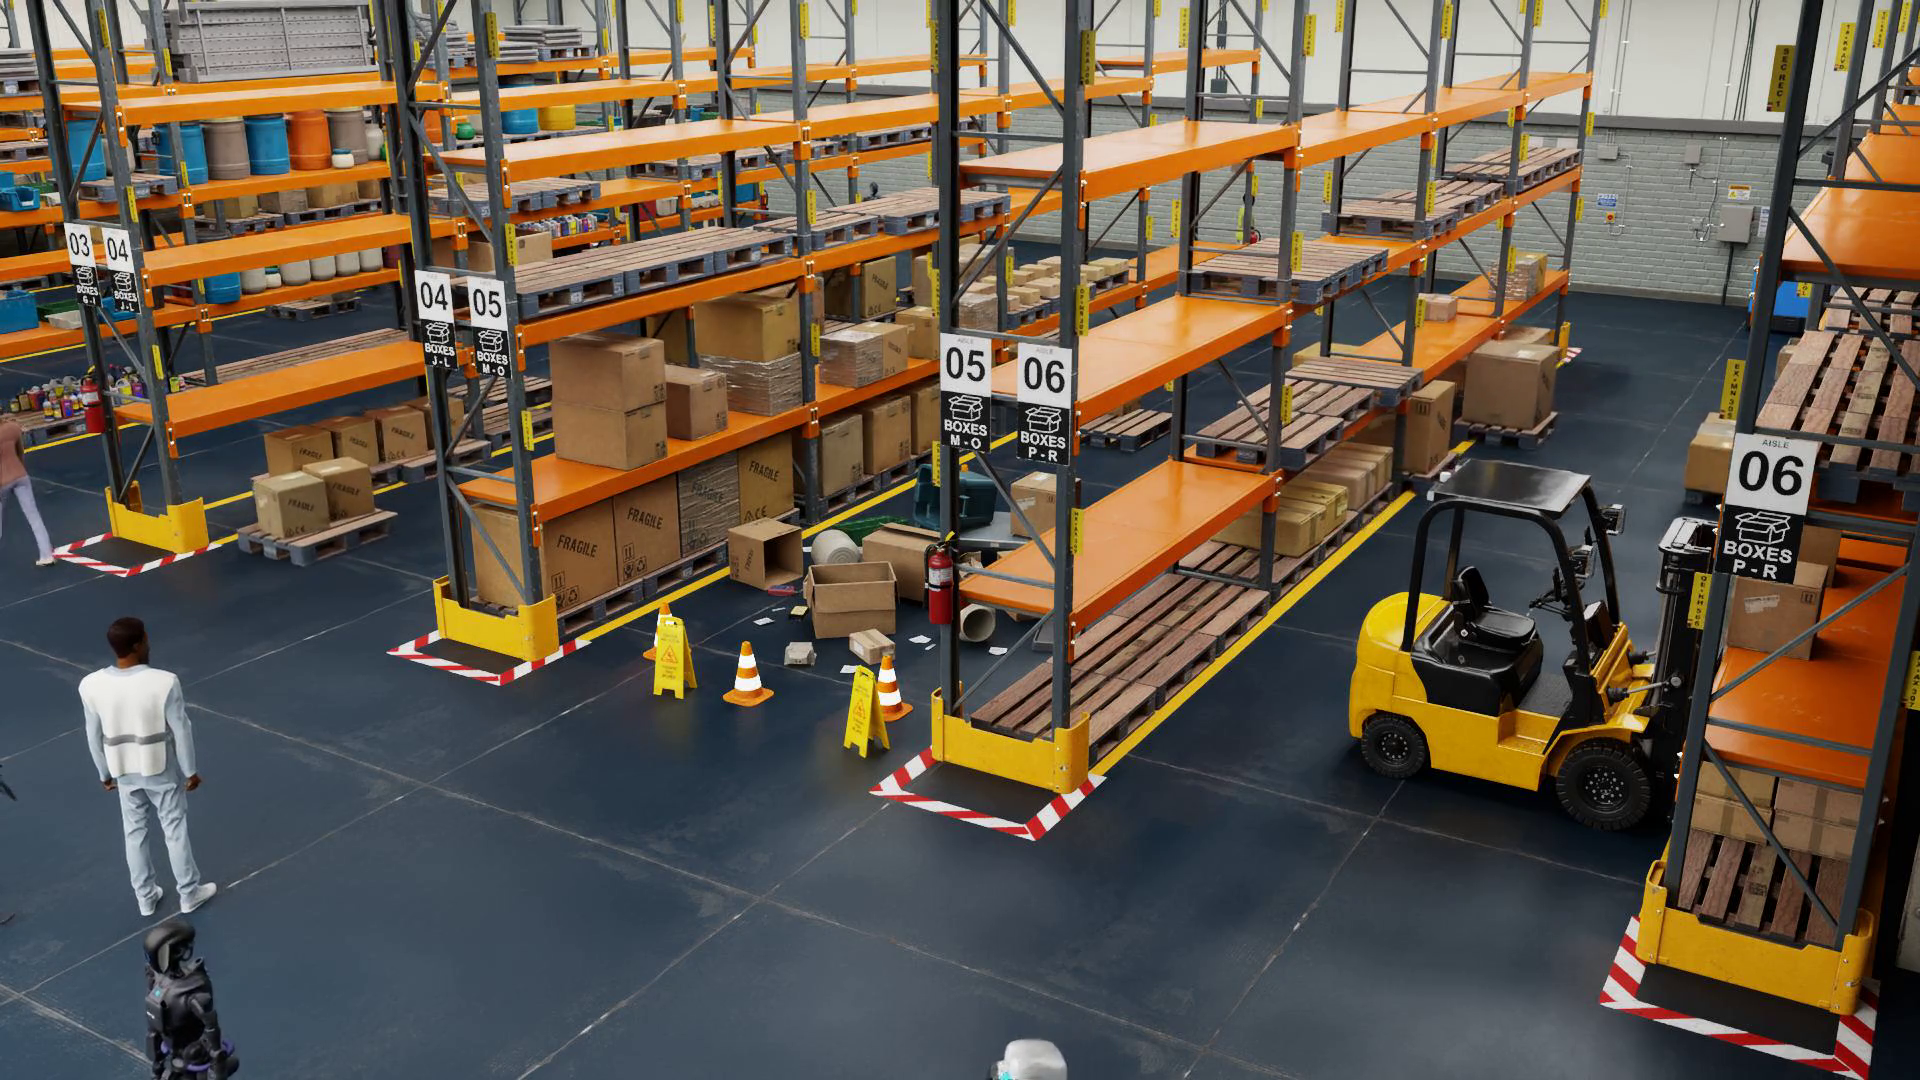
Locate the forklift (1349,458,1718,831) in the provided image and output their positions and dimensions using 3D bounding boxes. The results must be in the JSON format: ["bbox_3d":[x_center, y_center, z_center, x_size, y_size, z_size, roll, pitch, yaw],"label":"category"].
[{"bbox_3d":[3.988,0.658,11.776,2.313,2.155,1.214,11,22,29],"label":"forklift"}]

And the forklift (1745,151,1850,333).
[{"bbox_3d":[13.620,-4.667,26.137,1.873,2.768,1.129,11,22,29],"label":"forklift"}]

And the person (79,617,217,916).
[{"bbox_3d":[-4.939,1.386,10.090,0.589,1.916,0.390,-1,19,-3],"label":"person"}]

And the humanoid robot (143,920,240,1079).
[{"bbox_3d":[-3.461,2.430,7.502,0.588,1.623,0.787,12,23,32],"label":"humanoid robot"}]

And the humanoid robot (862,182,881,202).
[{"bbox_3d":[-1.681,-6.100,32.177,0.589,1.647,0.743,-9,21,-25],"label":"humanoid robot"}]

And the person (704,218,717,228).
[{"bbox_3d":[-5.242,-7.062,34.863,0.489,1.688,0.351,-6,20,-17],"label":"person"}]

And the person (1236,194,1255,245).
[{"bbox_3d":[5.209,-5.512,30.381,0.319,1.687,0.538,-2,19,-6],"label":"person"}]

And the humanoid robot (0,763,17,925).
[{"bbox_3d":[-6.050,1.538,10.077,0.767,1.626,0.606,8,21,21],"label":"humanoid robot"}]

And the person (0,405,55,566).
[{"bbox_3d":[-9.223,-0.577,16.050,0.922,1.717,0.518,10,21,26],"label":"person"}]

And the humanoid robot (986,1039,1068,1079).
[{"bbox_3d":[0.523,2.717,6.557,0.949,1.780,0.549,-6,20,-17],"label":"humanoid robot"}]
